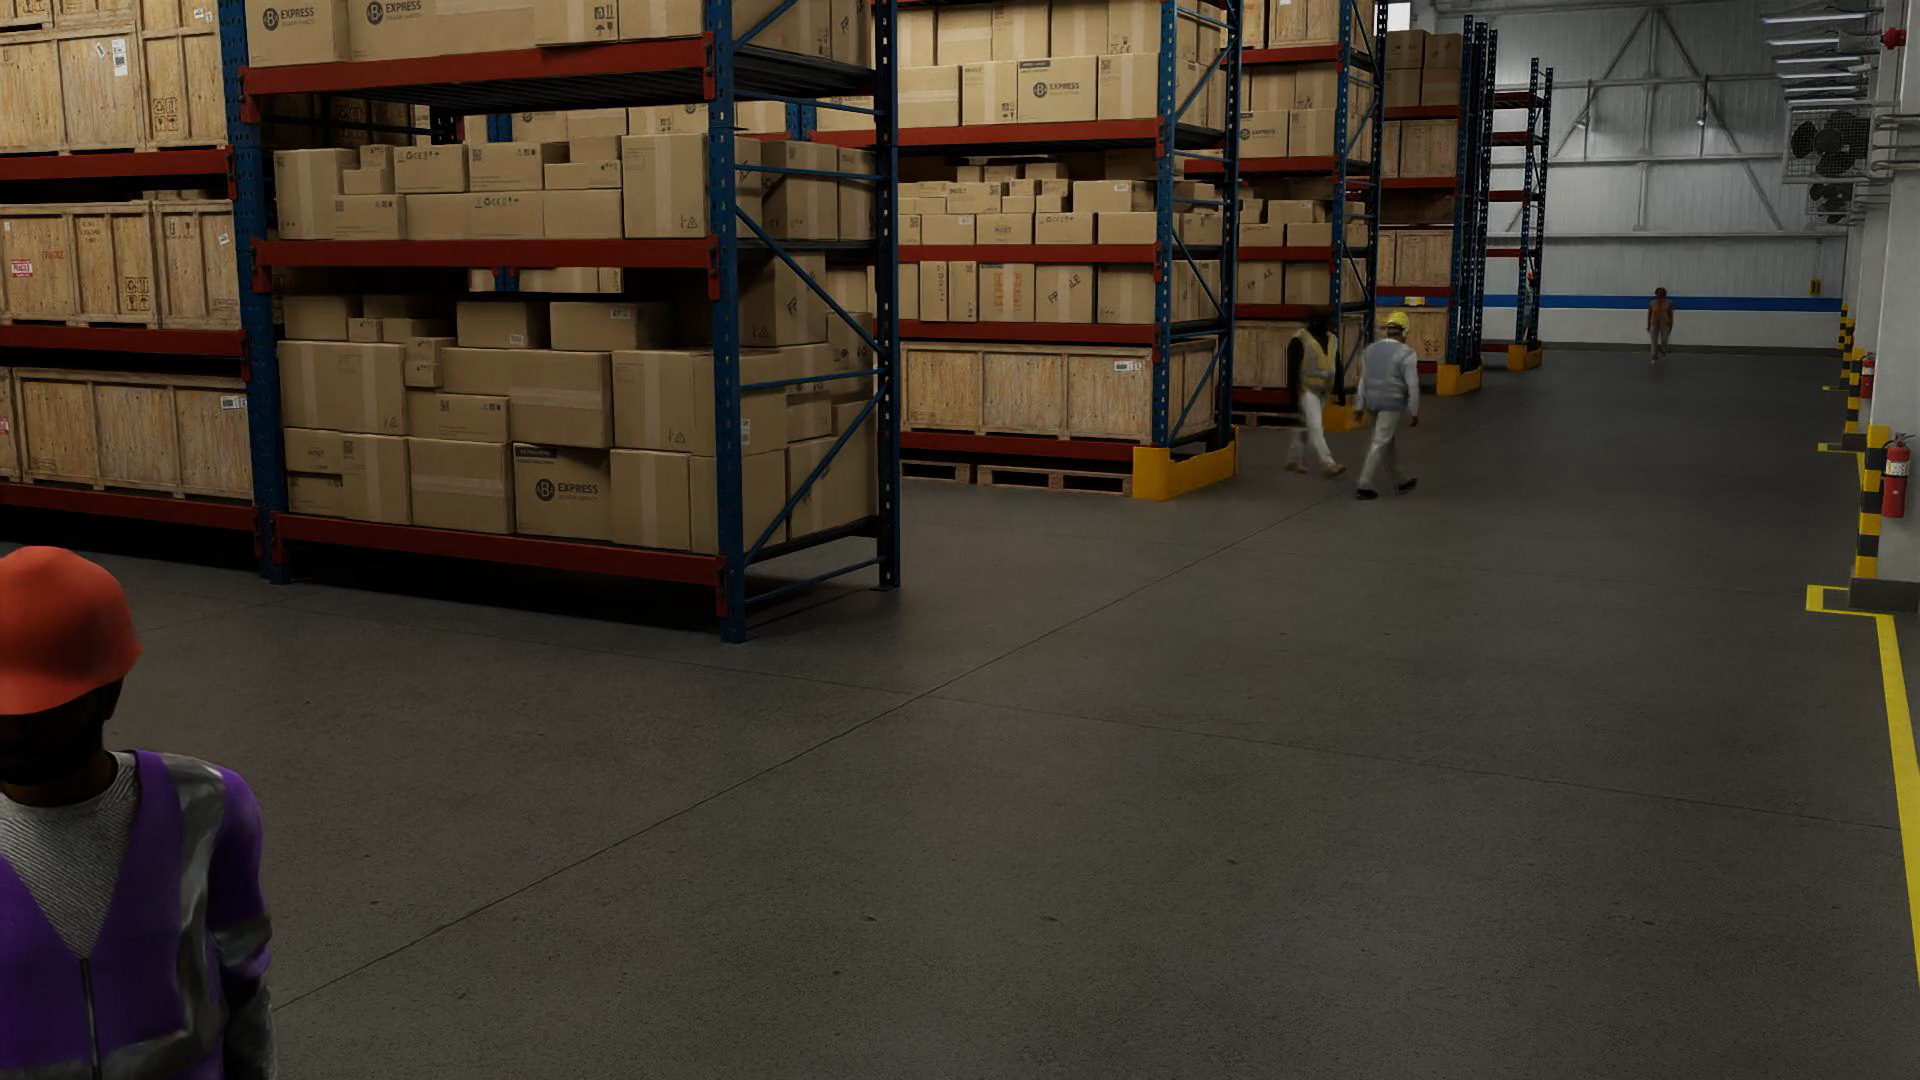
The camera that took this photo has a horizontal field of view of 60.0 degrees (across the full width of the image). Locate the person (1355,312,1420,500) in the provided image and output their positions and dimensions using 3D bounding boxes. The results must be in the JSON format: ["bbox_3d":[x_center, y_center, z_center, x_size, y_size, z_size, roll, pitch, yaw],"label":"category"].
[{"bbox_3d":[4.099,-1.271,15.814,0.912,1.765,0.602,-6,12,-32],"label":"person"}]

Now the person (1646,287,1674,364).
[{"bbox_3d":[14.697,-4.503,34.945,0.534,1.624,0.370,6,12,33],"label":"person"}]

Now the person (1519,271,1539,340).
[{"bbox_3d":[13.064,-5.198,38.135,0.559,1.924,0.426,-5,11,-26],"label":"person"}]

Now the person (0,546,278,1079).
[{"bbox_3d":[-1.267,0.957,2.442,0.551,1.933,0.369,-7,12,-34],"label":"person"}]

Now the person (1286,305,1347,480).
[{"bbox_3d":[3.726,-1.537,17.314,0.624,1.787,0.989,-6,12,-33],"label":"person"}]
